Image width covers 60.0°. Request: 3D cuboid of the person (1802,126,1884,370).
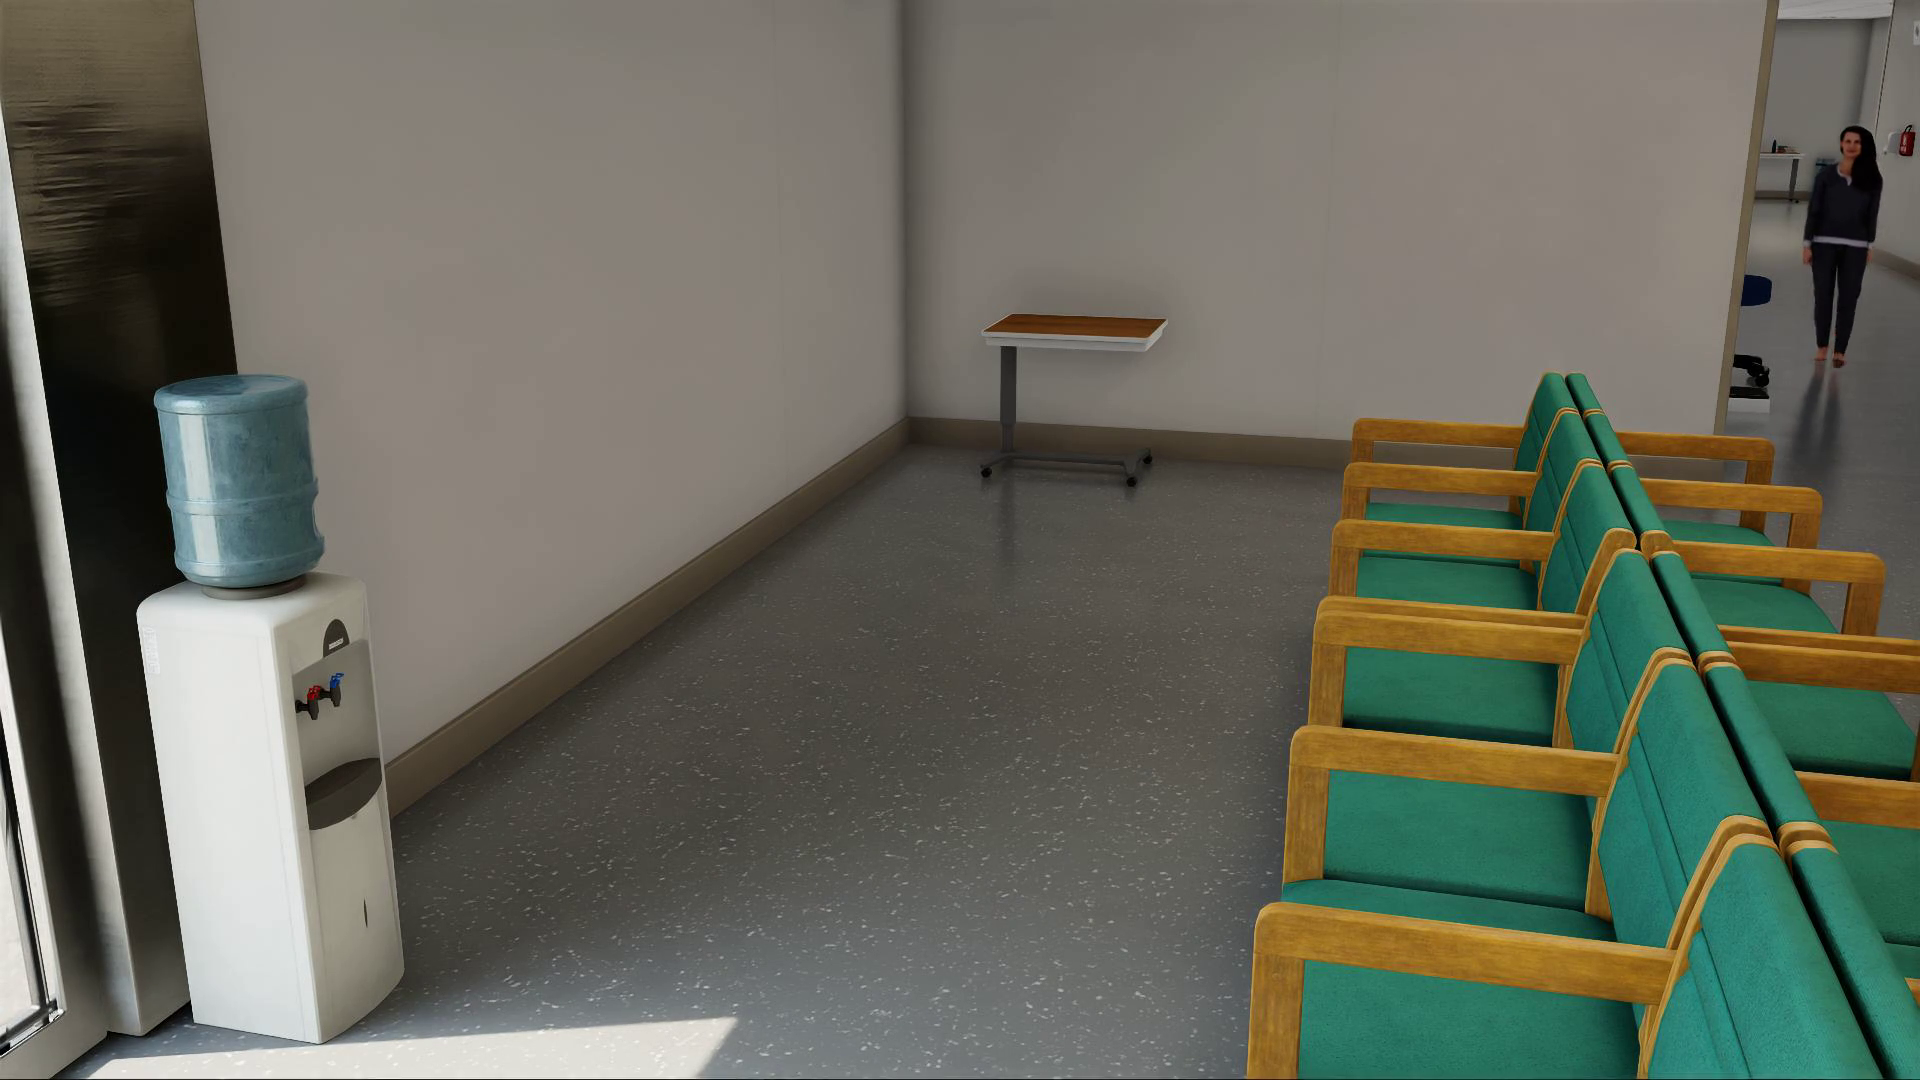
[{"bbox_3d":[6.508,-2.149,12.329,1.030,1.726,0.817,7,17,25],"label":"person"}]
